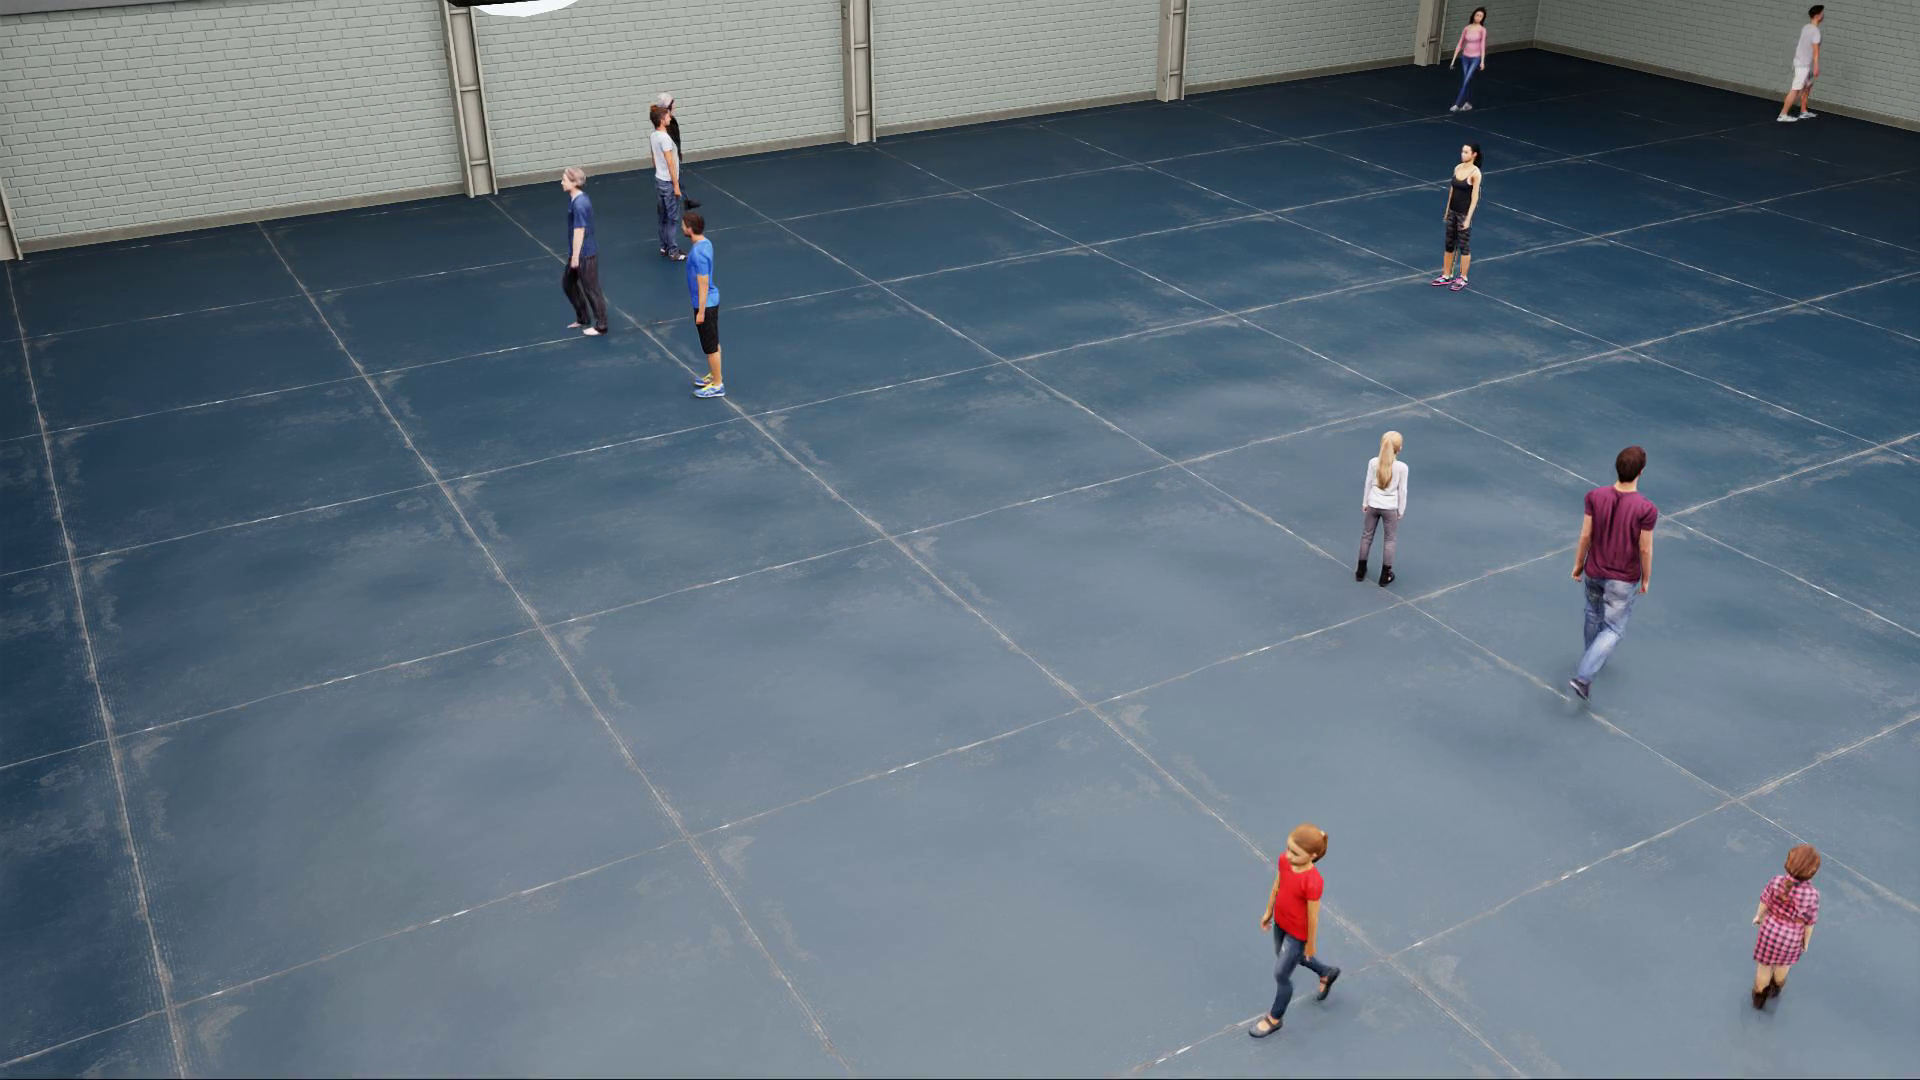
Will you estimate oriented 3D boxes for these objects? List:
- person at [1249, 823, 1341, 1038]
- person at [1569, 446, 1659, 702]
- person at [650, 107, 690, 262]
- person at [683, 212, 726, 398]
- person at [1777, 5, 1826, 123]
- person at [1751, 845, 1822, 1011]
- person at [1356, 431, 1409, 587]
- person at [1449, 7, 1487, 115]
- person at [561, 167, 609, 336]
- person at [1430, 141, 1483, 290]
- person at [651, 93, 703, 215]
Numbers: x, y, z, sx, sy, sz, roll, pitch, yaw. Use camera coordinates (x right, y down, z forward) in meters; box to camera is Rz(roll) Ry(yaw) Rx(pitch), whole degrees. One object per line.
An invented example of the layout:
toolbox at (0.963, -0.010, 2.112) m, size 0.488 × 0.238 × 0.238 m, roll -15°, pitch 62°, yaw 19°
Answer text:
person at (1.795, 1.995, 8.672) m, size 0.841 × 1.294 × 0.557 m, roll -10°, pitch 29°, yaw -19°
person at (4.471, 0.255, 11.472) m, size 0.863 × 1.823 × 1.166 m, roll 24°, pitch 36°, yaw 38°
person at (-3.603, -4.381, 20.430) m, size 0.548 × 1.866 × 0.625 m, roll -17°, pitch 32°, yaw -29°
person at (-2.520, -2.341, 16.467) m, size 0.702 × 1.866 × 0.693 m, roll -2°, pitch 27°, yaw -4°
person at (13.544, -7.679, 26.868) m, size 1.052 × 1.835 × 0.966 m, roll 3°, pitch 27°, yaw 5°
person at (4.357, 2.078, 8.818) m, size 0.525 × 1.013 × 0.580 m, roll 13°, pitch 30°, yaw 23°
person at (3.320, -0.255, 13.062) m, size 0.564 × 1.276 × 0.603 m, roll 14°, pitch 30°, yaw 25°
person at (8.482, -7.916, 27.465) m, size 1.132 × 1.709 × 0.853 m, roll -23°, pitch 35°, yaw -37°
person at (-3.986, -3.114, 17.976) m, size 0.764 × 1.859 × 0.759 m, roll -8°, pitch 28°, yaw -14°
person at (5.886, -3.805, 19.460) m, size 0.637 × 1.729 × 0.560 m, roll -14°, pitch 30°, yaw -25°
person at (-3.957, -5.124, 22.147) m, size 0.946 × 1.615 × 0.811 m, roll -4°, pitch 28°, yaw -9°
